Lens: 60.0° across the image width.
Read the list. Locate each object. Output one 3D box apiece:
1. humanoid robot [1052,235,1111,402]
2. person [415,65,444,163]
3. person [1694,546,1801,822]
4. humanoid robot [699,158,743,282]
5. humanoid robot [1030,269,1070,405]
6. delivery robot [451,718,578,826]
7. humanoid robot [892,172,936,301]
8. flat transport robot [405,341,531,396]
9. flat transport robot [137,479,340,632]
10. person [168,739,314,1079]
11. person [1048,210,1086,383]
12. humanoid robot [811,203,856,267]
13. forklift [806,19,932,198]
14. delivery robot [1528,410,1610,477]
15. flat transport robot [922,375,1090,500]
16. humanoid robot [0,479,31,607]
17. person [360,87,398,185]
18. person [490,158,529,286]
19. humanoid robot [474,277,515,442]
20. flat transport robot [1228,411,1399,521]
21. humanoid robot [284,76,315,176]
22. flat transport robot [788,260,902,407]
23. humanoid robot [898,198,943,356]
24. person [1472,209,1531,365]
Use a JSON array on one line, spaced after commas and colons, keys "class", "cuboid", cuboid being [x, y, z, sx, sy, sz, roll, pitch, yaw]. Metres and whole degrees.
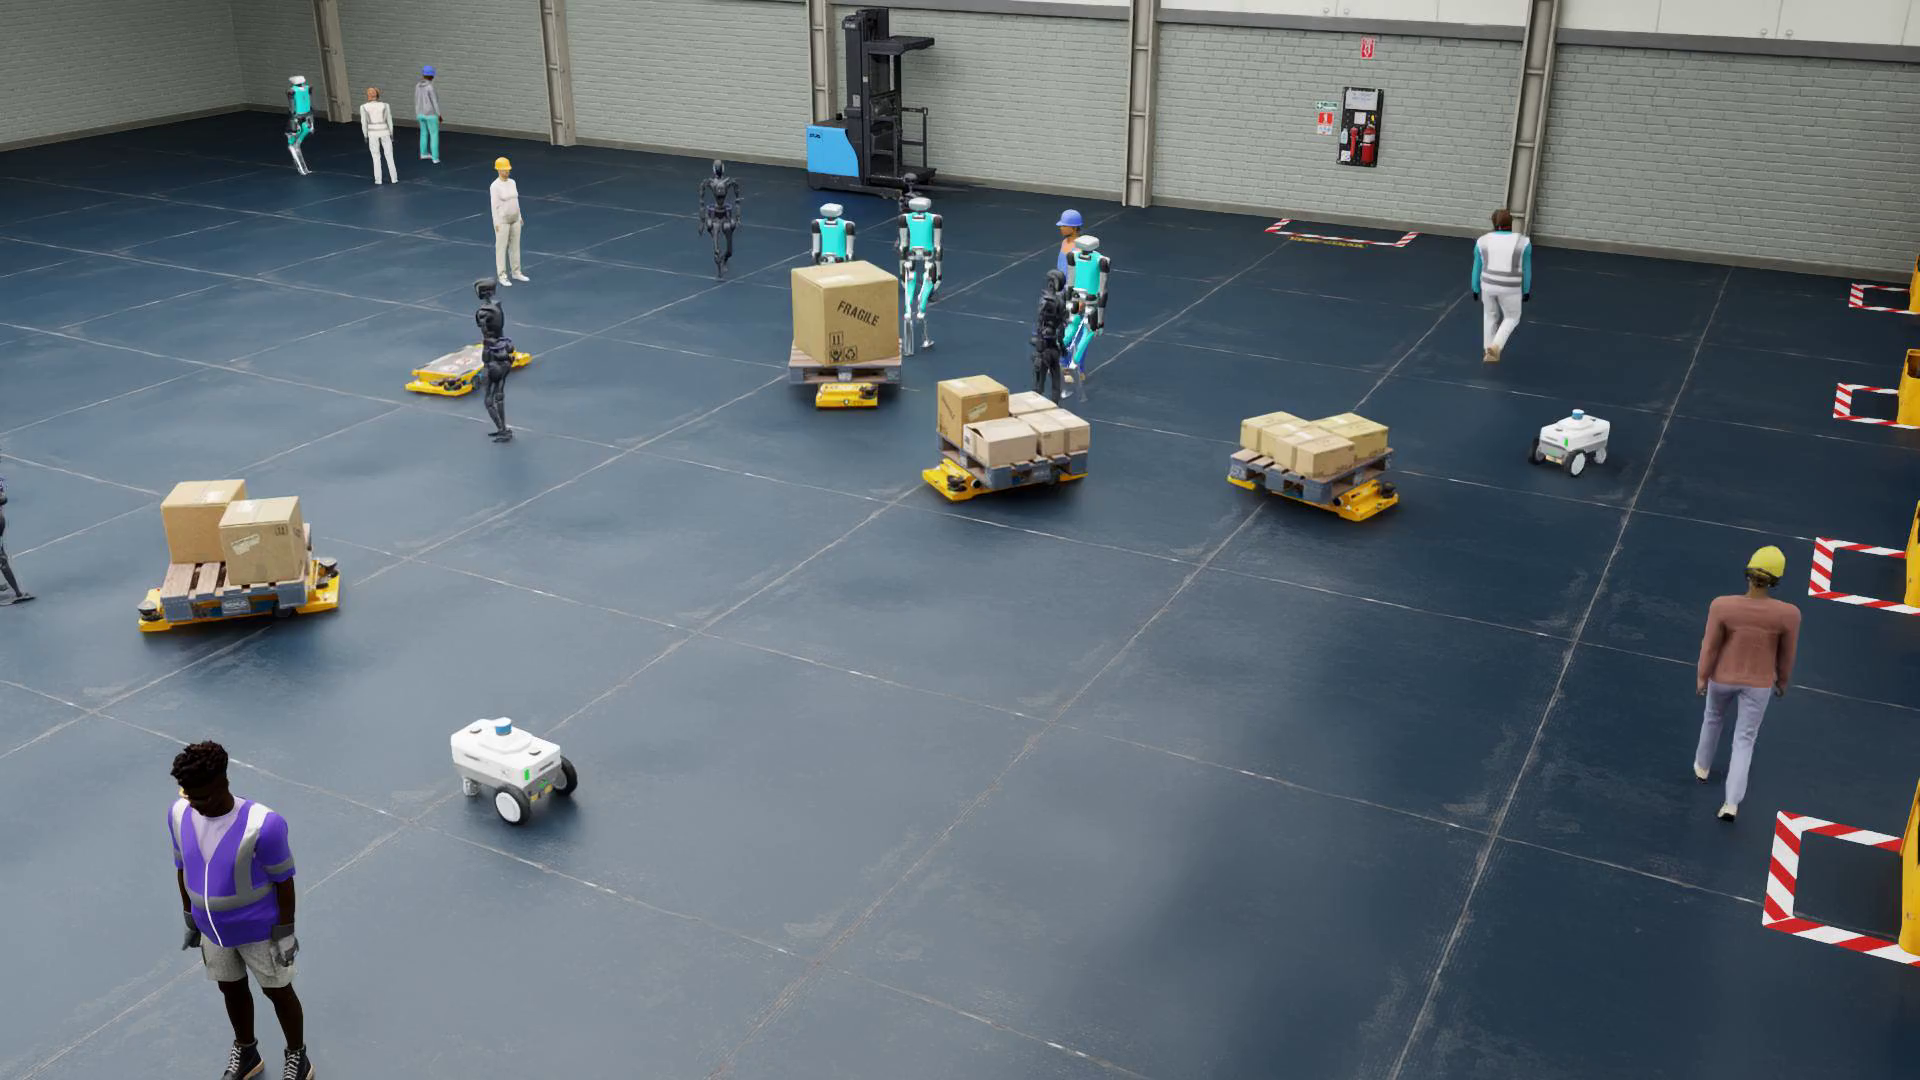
[{"class": "humanoid robot", "cuboid": [1.214, -2.301, 17.664, 0.530, 1.782, 0.696, 18, 29, 36]}, {"class": "person", "cuboid": [-9.734, -7.799, 30.456, 0.688, 1.738, 0.449, 14, 27, 29]}, {"class": "person", "cuboid": [4.843, 0.875, 10.283, 0.534, 1.723, 0.856, 10, 25, 22]}, {"class": "humanoid robot", "cuboid": [-3.273, -4.386, 22.616, 0.610, 1.632, 0.686, -7, 24, -15]}, {"class": "humanoid robot", "cuboid": [0.875, -1.973, 17.030, 0.459, 1.653, 0.613, 12, 26, 26]}, {"class": "delivery robot", "cuboid": [-2.829, 1.426, 10.504, 0.786, 0.614, 0.505, 13, 27, 28]}, {"class": "humanoid robot", "cuboid": [-0.581, -3.941, 21.626, 0.737, 1.654, 0.611, 15, 27, 31]}, {"class": "flat transport robot", "cuboid": [-5.498, -1.923, 18.640, 0.659, 0.231, 1.431, 8, 25, 19]}, {"class": "flat transport robot", "cuboid": [-5.679, 0.432, 13.157, 1.431, 0.231, 0.659, -7, 24, -16]}, {"class": "person", "cuboid": [-3.398, 1.801, 7.831, 0.603, 1.958, 0.375, 5, 24, 11]}, {"class": "person", "cuboid": [1.218, -2.697, 18.363, 0.360, 1.908, 0.535, -10, 25, -22]}, {"class": "humanoid robot", "cuboid": [-1.550, -2.915, 19.129, 0.536, 1.770, 0.957, 6, 24, 15]}, {"class": "forklift", "cuboid": [-1.573, -7.292, 27.850, 1.873, 2.768, 1.129, 12, 26, 25]}, {"class": "delivery robot", "cuboid": [5.888, -0.943, 16.019, 0.790, 0.614, 0.499, -16, 28, -32]}, {"class": "flat transport robot", "cuboid": [0.448, -0.649, 15.674, 1.431, 0.231, 0.659, -11, 26, -24]}, {"class": "humanoid robot", "cuboid": [-7.645, -0.254, 12.965, 0.406, 1.656, 0.609, -15, 28, -32]}, {"class": "person", "cuboid": [-9.985, -6.935, 28.571, 0.514, 1.636, 0.313, -9, 25, -20]}, {"class": "person", "cuboid": [-6.070, -4.277, 22.309, 0.324, 1.696, 0.482, 13, 27, 29]}, {"class": "humanoid robot", "cuboid": [-4.637, -1.817, 16.601, 0.331, 1.643, 0.609, 1, 23, 2]}, {"class": "flat transport robot", "cuboid": [3.250, -0.516, 15.364, 1.431, 0.231, 0.659, 21, 31, 40]}, {"class": "humanoid robot", "cuboid": [-11.709, -7.270, 29.252, 0.851, 1.788, 0.624, 11, 26, 24]}, {"class": "flat transport robot", "cuboid": [-1.243, -1.770, 18.283, 0.659, 0.231, 1.431, -1, 23, -2]}, {"class": "humanoid robot", "cuboid": [-0.521, -2.977, 19.360, 0.558, 1.876, 0.837, 6, 24, 13]}, {"class": "person", "cuboid": [6.124, -2.849, 18.845, 0.644, 1.802, 0.651, 14, 27, 30]}]
